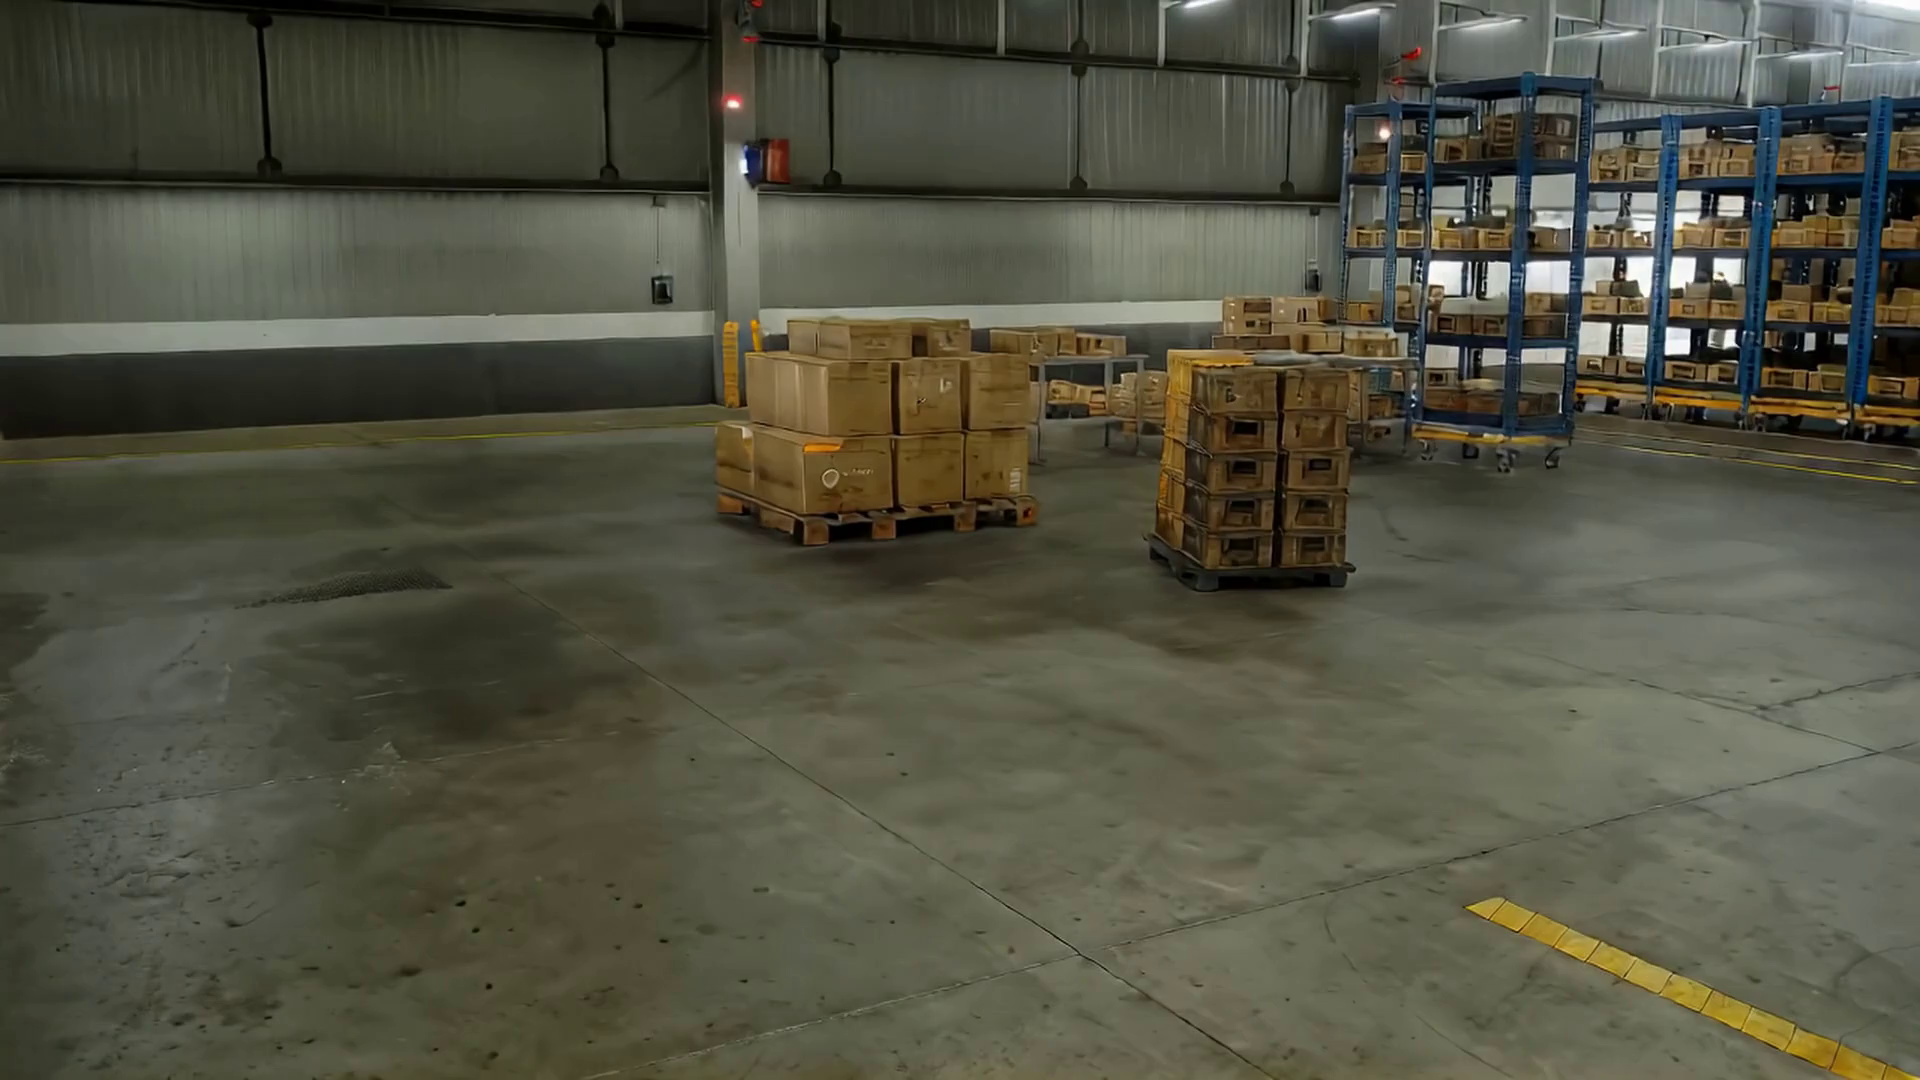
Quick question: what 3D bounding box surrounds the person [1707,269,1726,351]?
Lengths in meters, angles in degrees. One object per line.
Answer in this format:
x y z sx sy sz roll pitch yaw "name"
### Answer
11.332 -3.209 25.069 0.563 1.743 0.359 -9 13 -40 "person"
